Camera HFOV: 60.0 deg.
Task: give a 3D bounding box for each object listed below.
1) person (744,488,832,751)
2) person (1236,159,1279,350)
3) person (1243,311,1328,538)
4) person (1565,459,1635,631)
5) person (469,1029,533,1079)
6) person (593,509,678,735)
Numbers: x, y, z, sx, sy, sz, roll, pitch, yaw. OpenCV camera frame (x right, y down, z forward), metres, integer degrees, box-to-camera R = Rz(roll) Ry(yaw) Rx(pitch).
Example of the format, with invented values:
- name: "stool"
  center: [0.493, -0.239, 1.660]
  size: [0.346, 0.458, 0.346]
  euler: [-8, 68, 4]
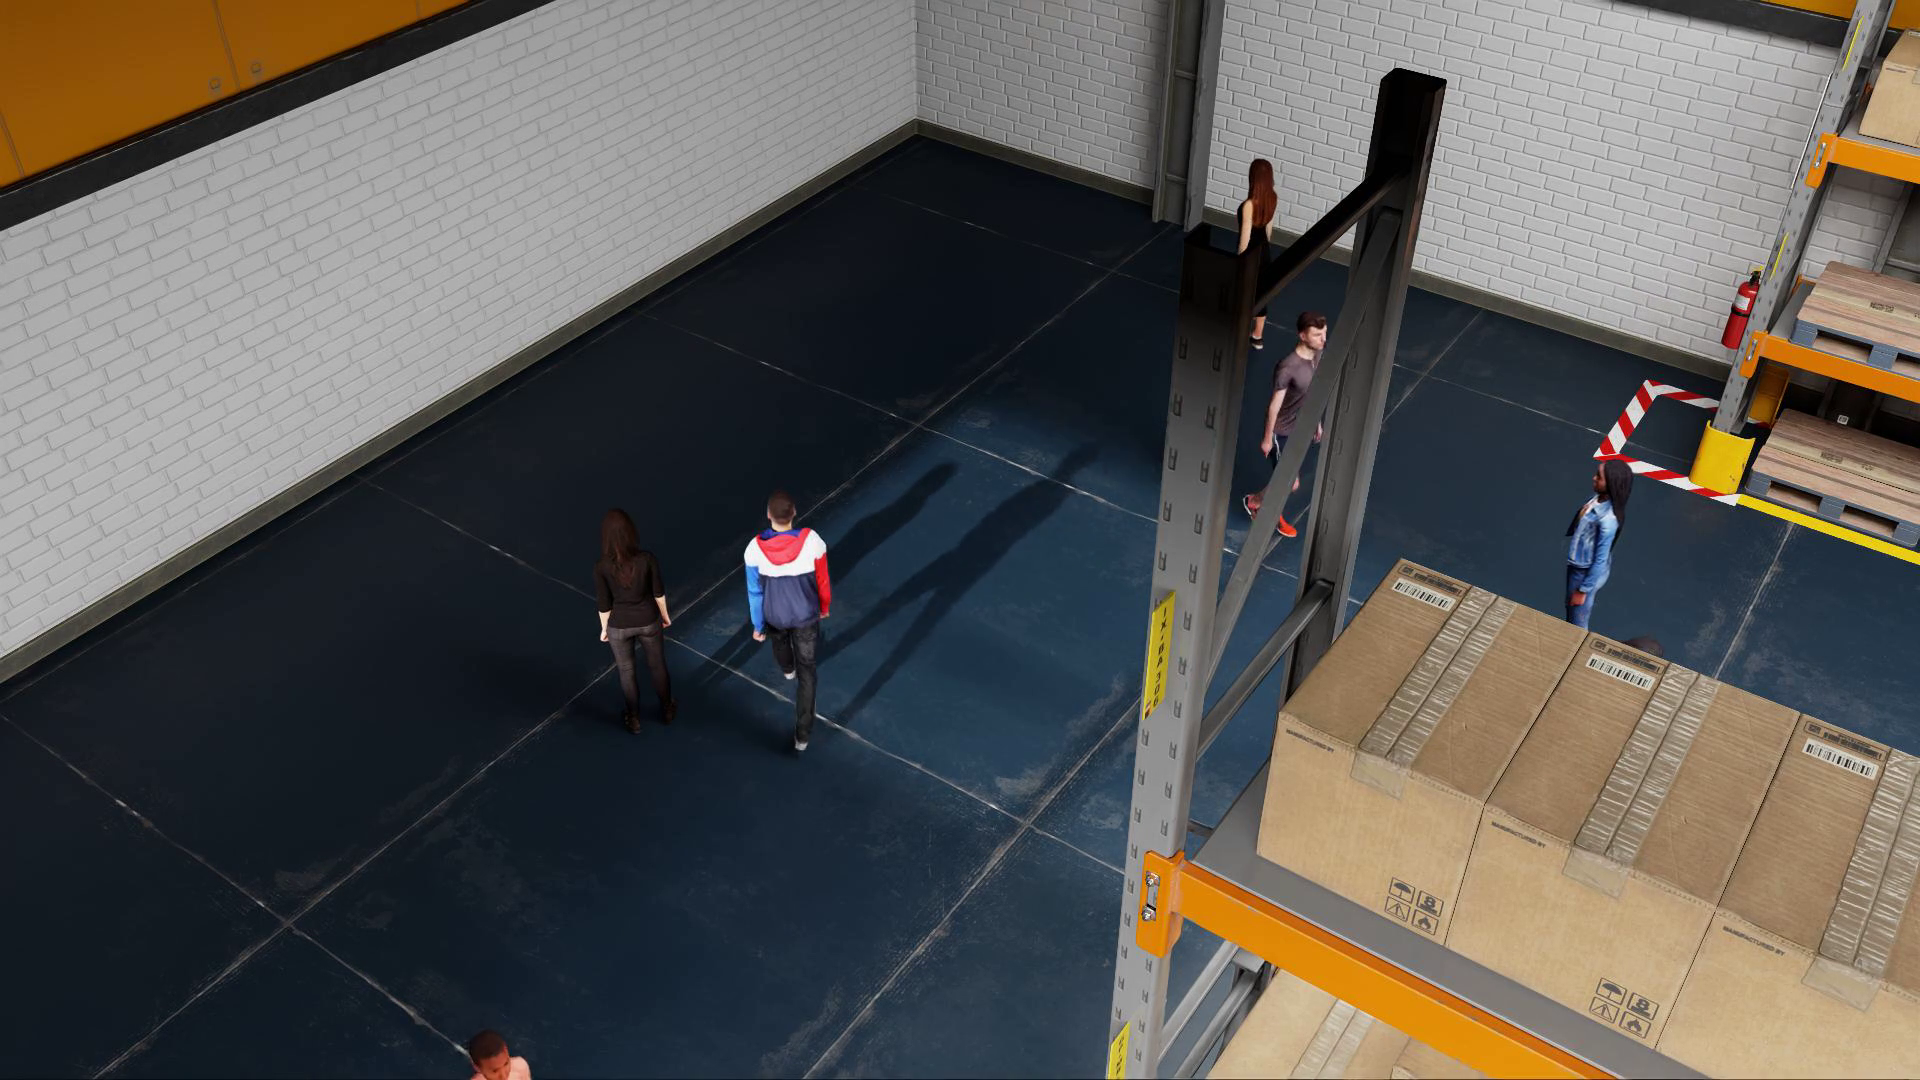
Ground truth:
- name: "person"
  center: [-1.016, 0.499, 10.038]
  size: [1.181, 1.711, 1.191]
  euler: [-3, 39, -4]
- name: "person"
  center: [2.382, -2.289, 13.518]
  size: [0.615, 1.725, 0.570]
  euler: [-31, 48, -33]
- name: "person"
  center: [2.232, -0.828, 11.597]
  size: [0.726, 1.840, 0.697]
  euler: [31, 48, 33]
- name: "person"
  center: [3.921, 0.207, 10.403]
  size: [0.632, 1.712, 0.674]
  euler: [10, 40, 13]
- name: "person"
  center: [-2.107, 2.668, 7.650]
  size: [0.622, 1.303, 0.735]
  euler: [-23, 44, -26]
- name: "person"
  center: [-1.977, 0.502, 10.090]
  size: [0.656, 1.641, 0.677]
  euler: [-13, 40, -15]
